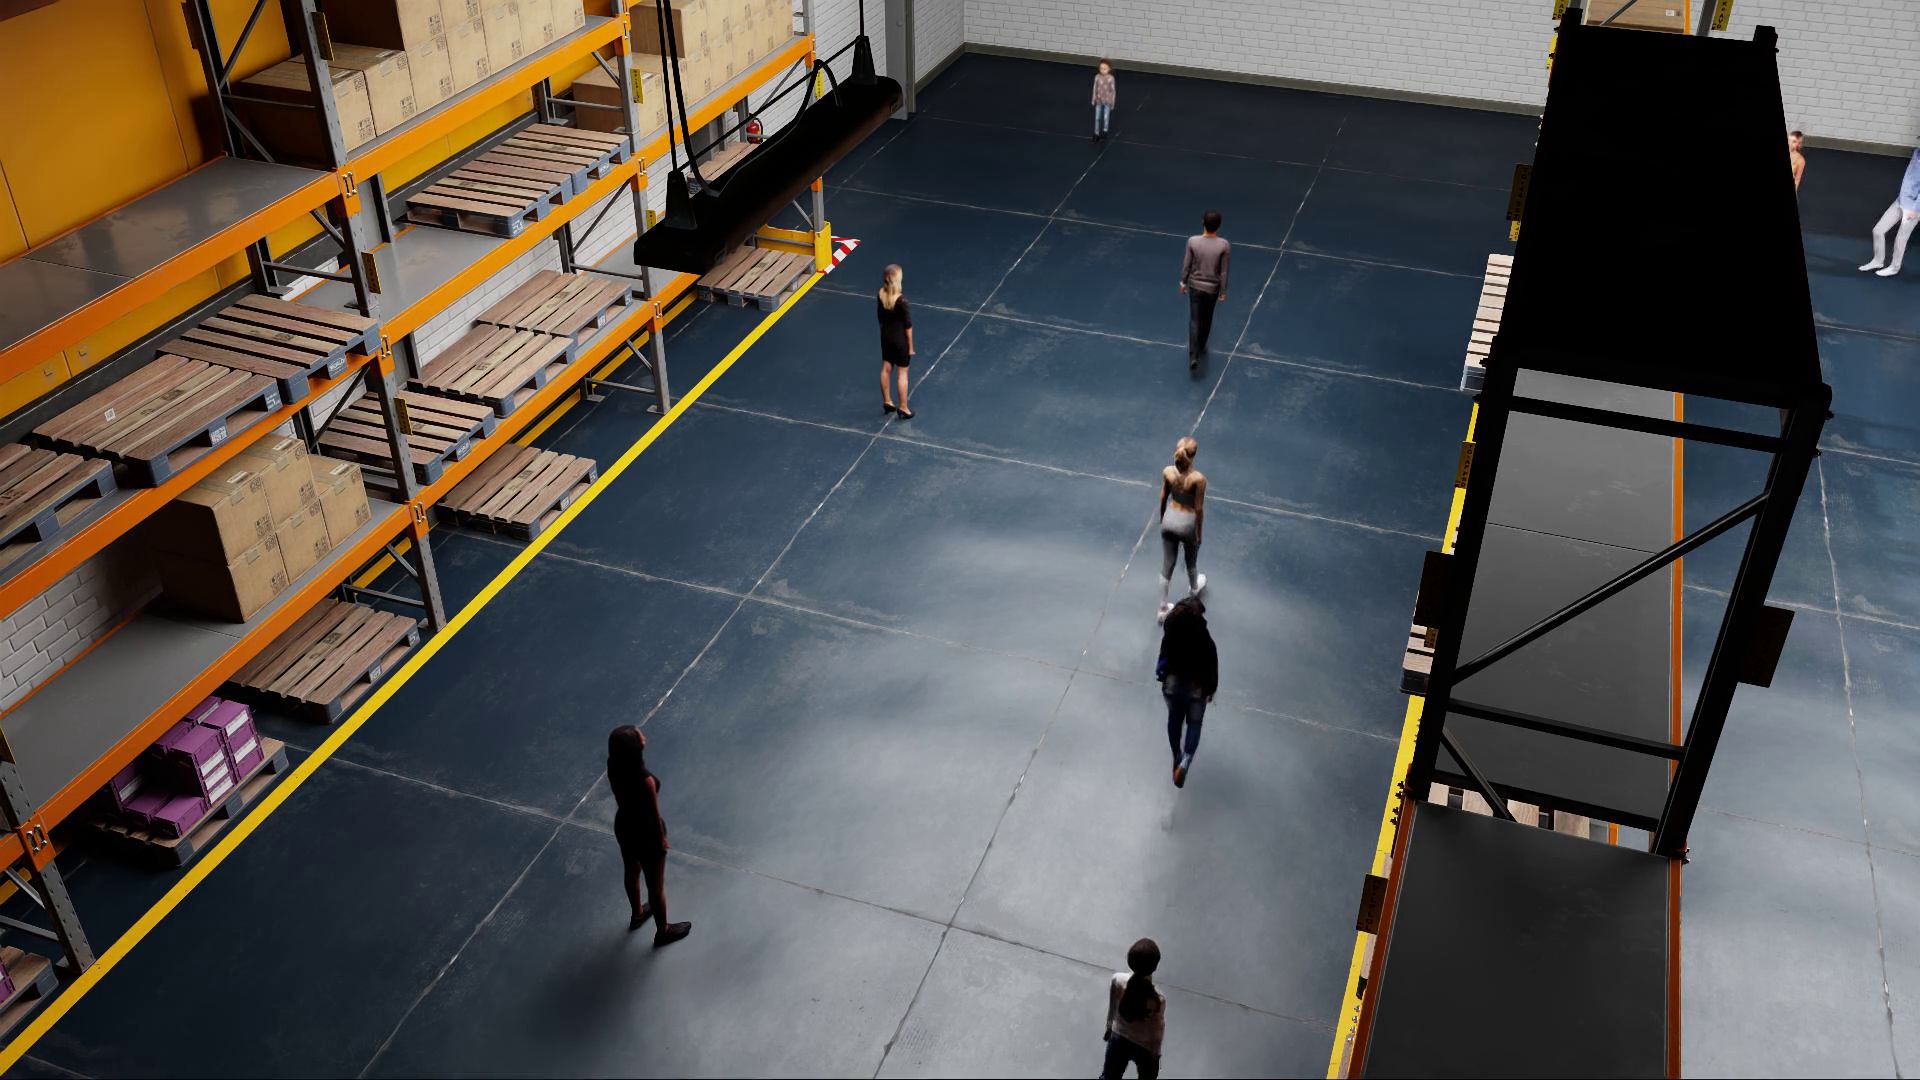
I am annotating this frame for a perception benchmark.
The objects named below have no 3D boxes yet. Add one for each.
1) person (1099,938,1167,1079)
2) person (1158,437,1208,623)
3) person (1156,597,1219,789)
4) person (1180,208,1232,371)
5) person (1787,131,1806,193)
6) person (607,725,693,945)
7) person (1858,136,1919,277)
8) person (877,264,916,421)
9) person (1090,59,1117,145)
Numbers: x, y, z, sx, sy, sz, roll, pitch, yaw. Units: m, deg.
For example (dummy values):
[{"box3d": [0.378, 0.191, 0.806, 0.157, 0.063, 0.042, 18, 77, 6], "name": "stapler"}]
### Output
[{"box3d": [0.946, 2.922, 9.495, 0.649, 1.537, 1.008, 20, 38, 27], "name": "person"}, {"box3d": [1.801, -0.066, 13.865, 0.700, 1.677, 0.995, 18, 38, 25], "name": "person"}, {"box3d": [1.626, 1.134, 12.120, 0.629, 1.610, 0.829, 11, 35, 16], "name": "person"}, {"box3d": [2.576, -2.639, 17.679, 1.127, 1.740, 0.789, 11, 35, 16], "name": "person"}, {"box3d": [9.900, -4.177, 20.130, 1.203, 1.589, 0.945, -26, 42, -34], "name": "person"}, {"box3d": [-2.087, 1.902, 10.847, 0.676, 1.740, 0.656, 27, 42, 34], "name": "person"}, {"box3d": [11.251, -3.958, 19.551, 0.871, 1.864, 0.777, -4, 34, -6], "name": "person"}, {"box3d": [-0.656, -2.001, 16.776, 0.604, 1.677, 0.571, 25, 41, 33], "name": "person"}, {"box3d": [2.056, -6.253, 23.618, 0.509, 1.184, 0.614, 10, 35, 14], "name": "person"}]
